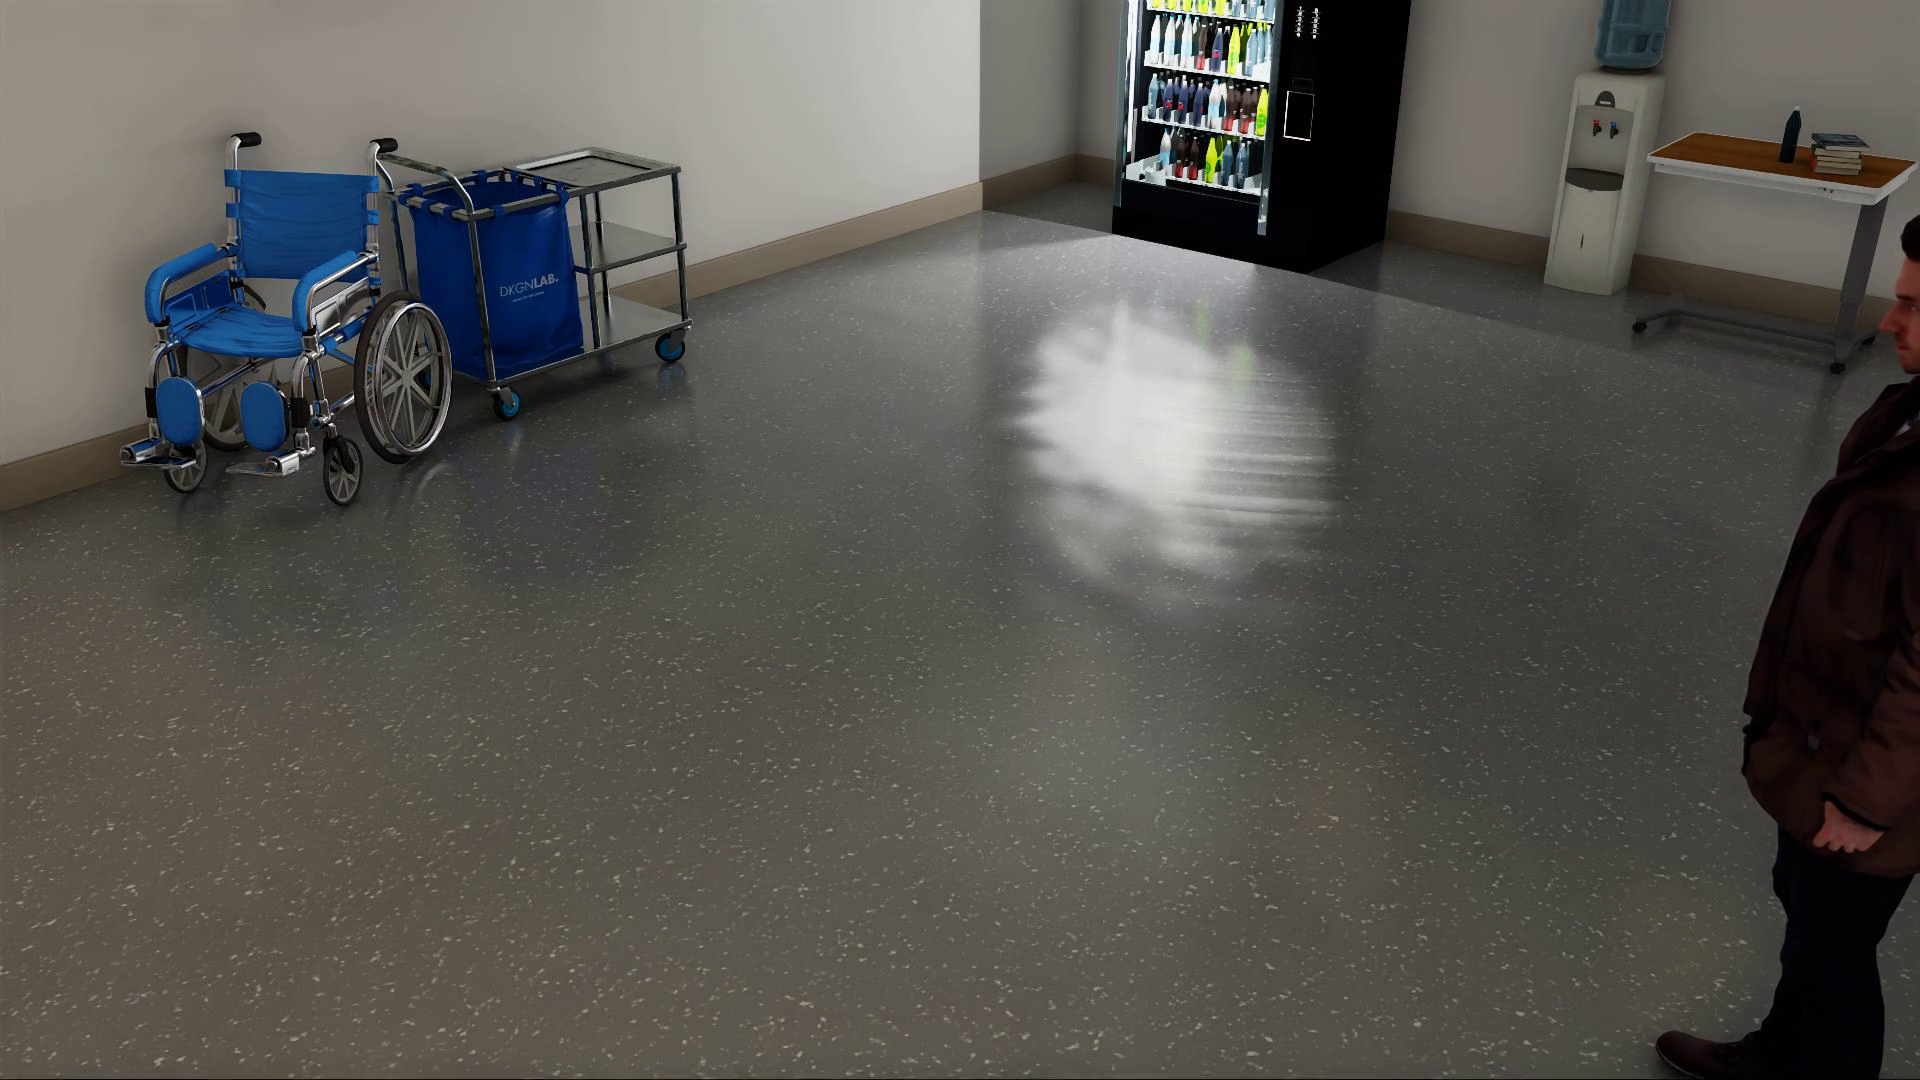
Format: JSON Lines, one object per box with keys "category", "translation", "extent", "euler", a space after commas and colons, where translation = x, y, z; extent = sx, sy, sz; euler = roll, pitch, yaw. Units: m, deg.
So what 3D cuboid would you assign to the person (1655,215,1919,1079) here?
{"category": "person", "translation": [1.558, 0.336, 2.837], "extent": [0.824, 1.845, 0.851], "euler": [8, 27, 17]}
